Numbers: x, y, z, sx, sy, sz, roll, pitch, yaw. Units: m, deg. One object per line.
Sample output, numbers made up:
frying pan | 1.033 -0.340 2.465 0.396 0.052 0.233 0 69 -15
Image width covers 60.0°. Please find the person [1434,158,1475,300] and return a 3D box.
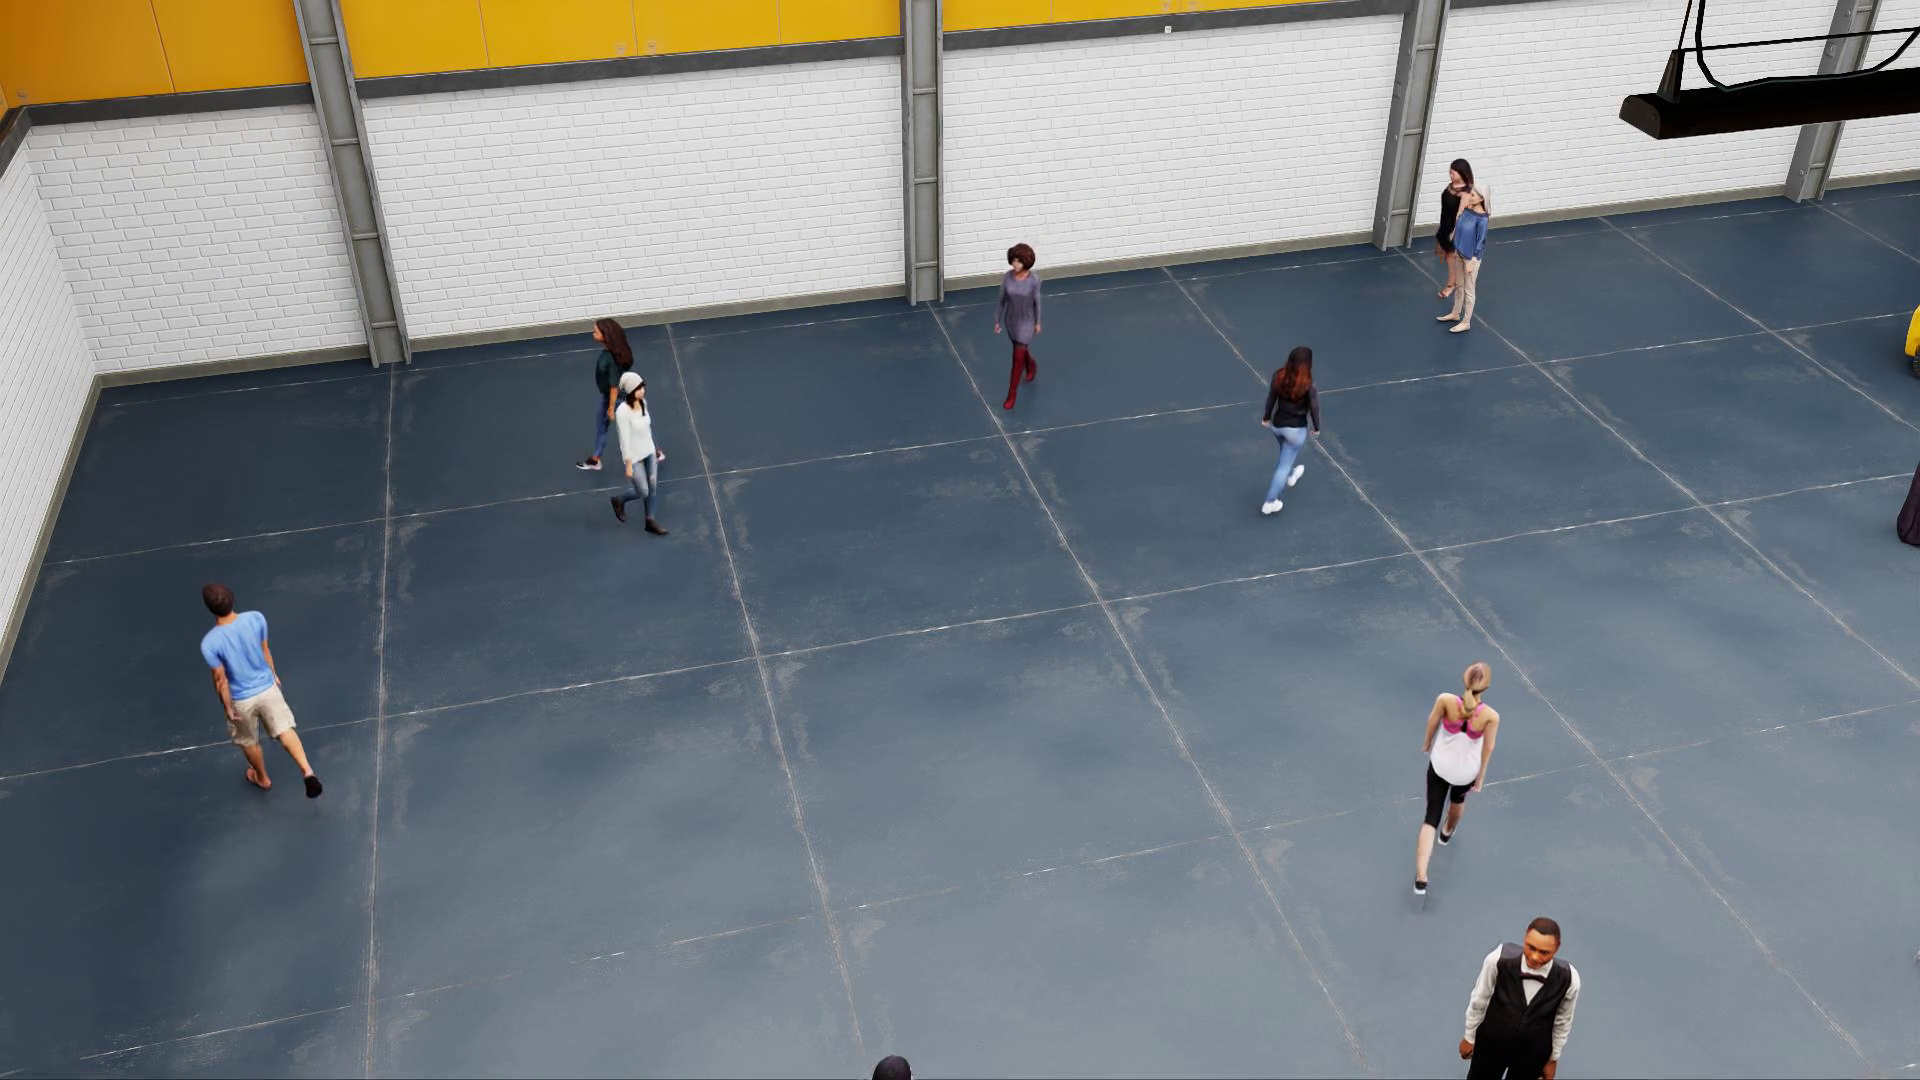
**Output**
person | 5.743 -3.556 19.036 0.770 1.689 0.745 -4 34 -5

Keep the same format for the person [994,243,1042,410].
person | 0.645 -2.251 17.090 1.095 1.671 1.110 15 36 21

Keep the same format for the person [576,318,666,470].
person | -3.171 -1.353 15.831 1.071 1.570 0.613 -9 35 -14

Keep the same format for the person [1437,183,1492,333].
person | 5.631 -3.138 18.400 0.548 1.697 0.601 -8 34 -12

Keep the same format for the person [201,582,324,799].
person | -5.005 1.115 11.868 1.027 1.845 1.071 26 42 34

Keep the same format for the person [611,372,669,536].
person | -2.950 -0.775 14.900 0.903 1.635 0.830 15 37 22

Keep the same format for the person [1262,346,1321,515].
person | 2.973 -0.981 15.245 0.987 1.597 1.161 28 43 35

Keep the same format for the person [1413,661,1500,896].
person | 3.290 1.611 11.212 1.159 1.745 1.120 12 36 18

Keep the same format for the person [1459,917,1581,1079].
person | 3.093 2.792 9.281 0.741 1.917 0.843 12 36 18
